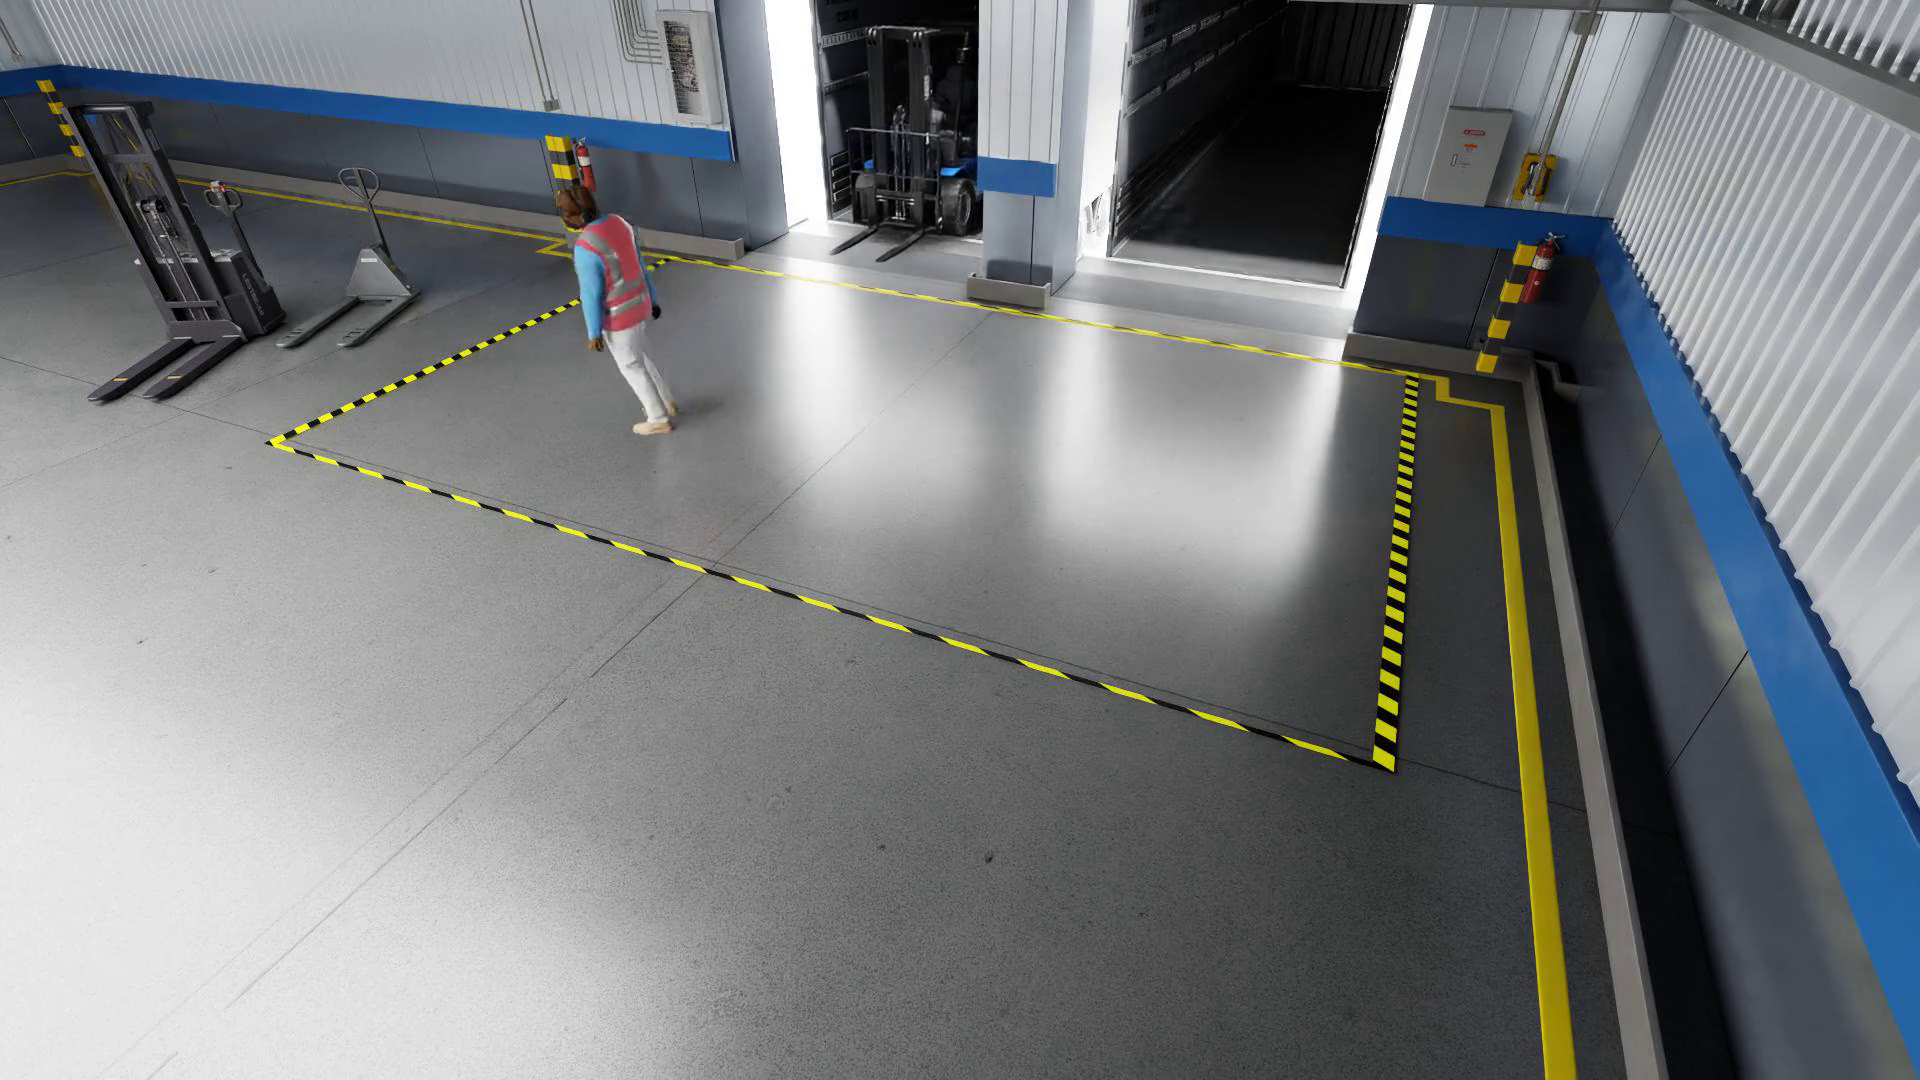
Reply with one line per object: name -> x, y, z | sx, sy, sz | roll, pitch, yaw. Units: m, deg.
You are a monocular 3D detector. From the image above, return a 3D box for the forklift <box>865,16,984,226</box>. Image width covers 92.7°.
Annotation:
forklift -> -0.238, -5.102, 10.990 | 1.157, 2.036, 2.680 | 13, 37, 18

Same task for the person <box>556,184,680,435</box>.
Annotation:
person -> -2.381, -1.561, 6.419 | 0.452, 1.804, 0.652 | 2, 35, 3

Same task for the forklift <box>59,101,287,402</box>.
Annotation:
forklift -> -6.686, -2.387, 7.434 | 0.823, 1.965, 1.885 | -3, 35, -5

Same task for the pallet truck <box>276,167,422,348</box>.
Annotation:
pallet truck -> -5.732, -2.611, 8.414 | 0.680, 1.201, 1.601 | -1, 35, -1
